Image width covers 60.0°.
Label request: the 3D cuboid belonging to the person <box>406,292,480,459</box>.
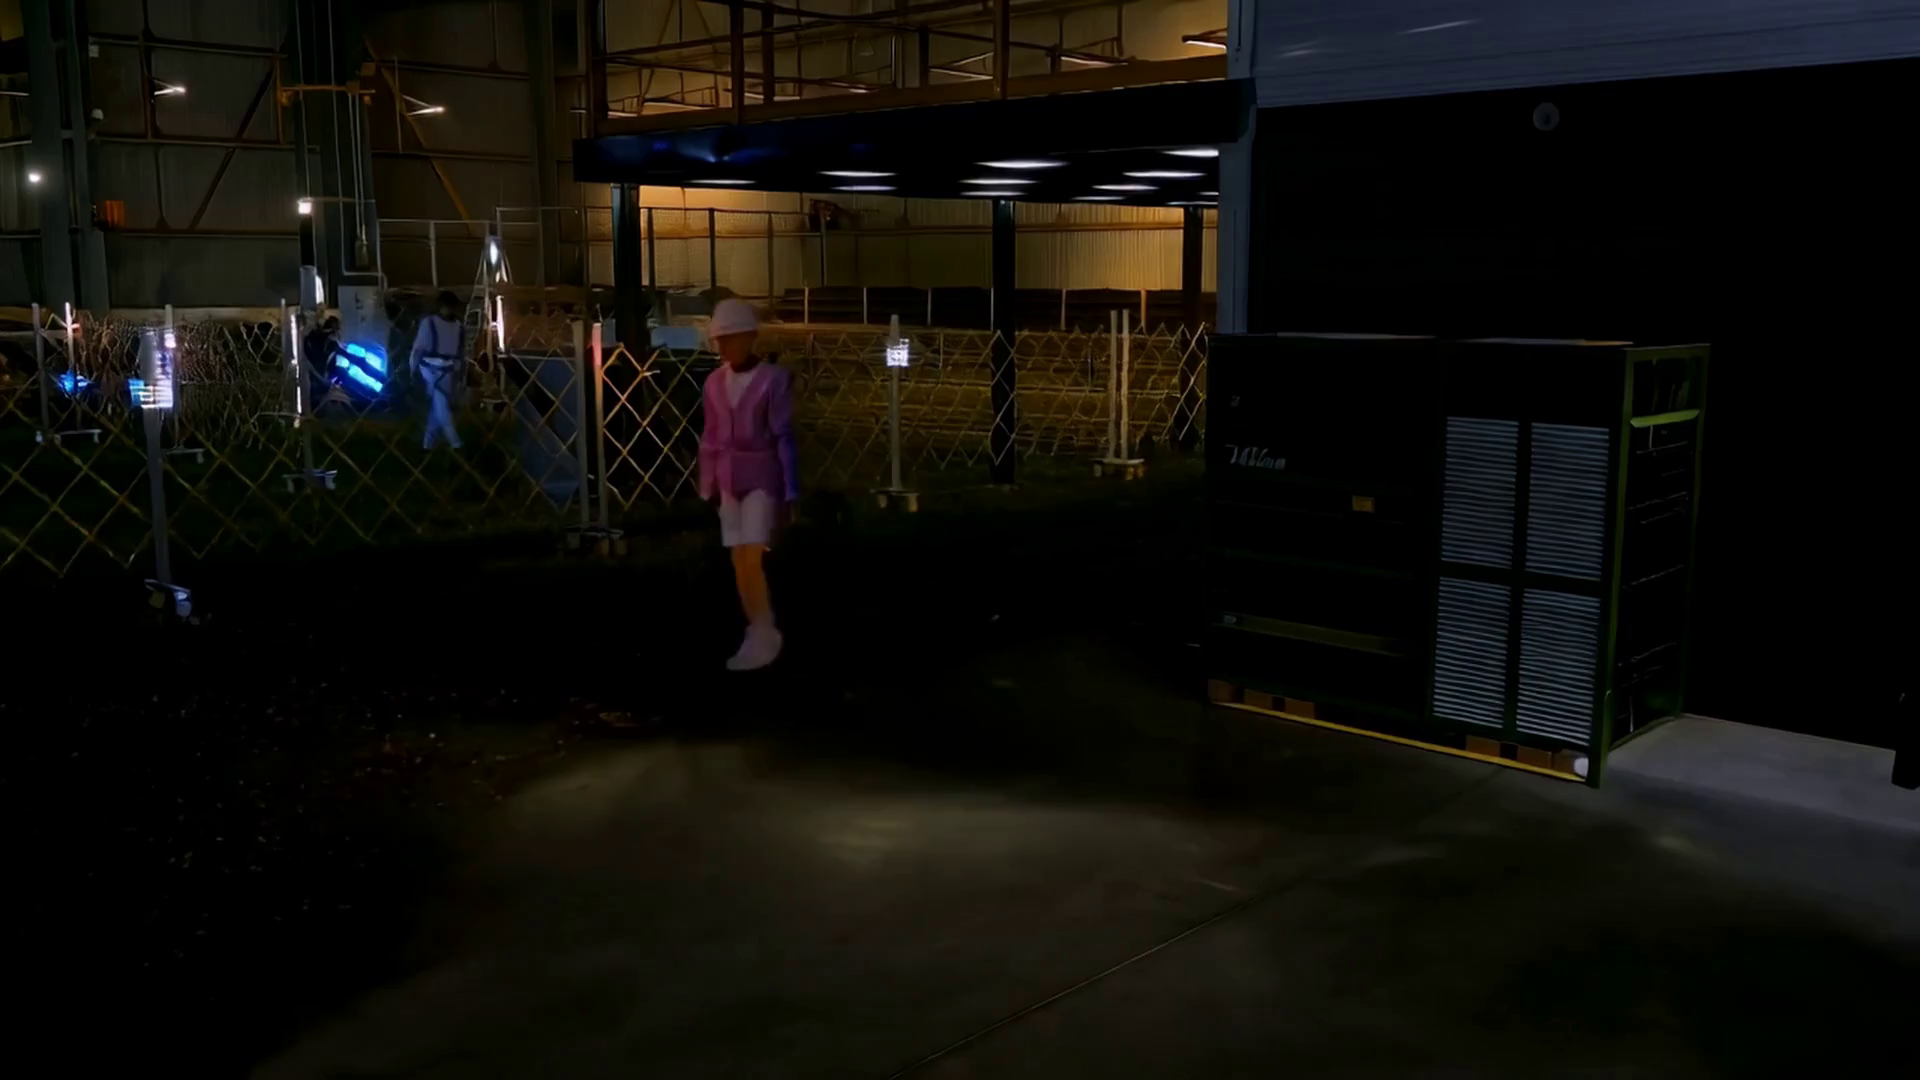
[{"bbox_3d":[-5.634,-1.779,18.098,0.967,1.814,0.646,7,11,35],"label":"person"}]

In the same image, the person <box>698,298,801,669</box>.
[{"bbox_3d":[-1.113,-0.271,8.538,0.581,1.917,0.474,6,11,31],"label":"person"}]
